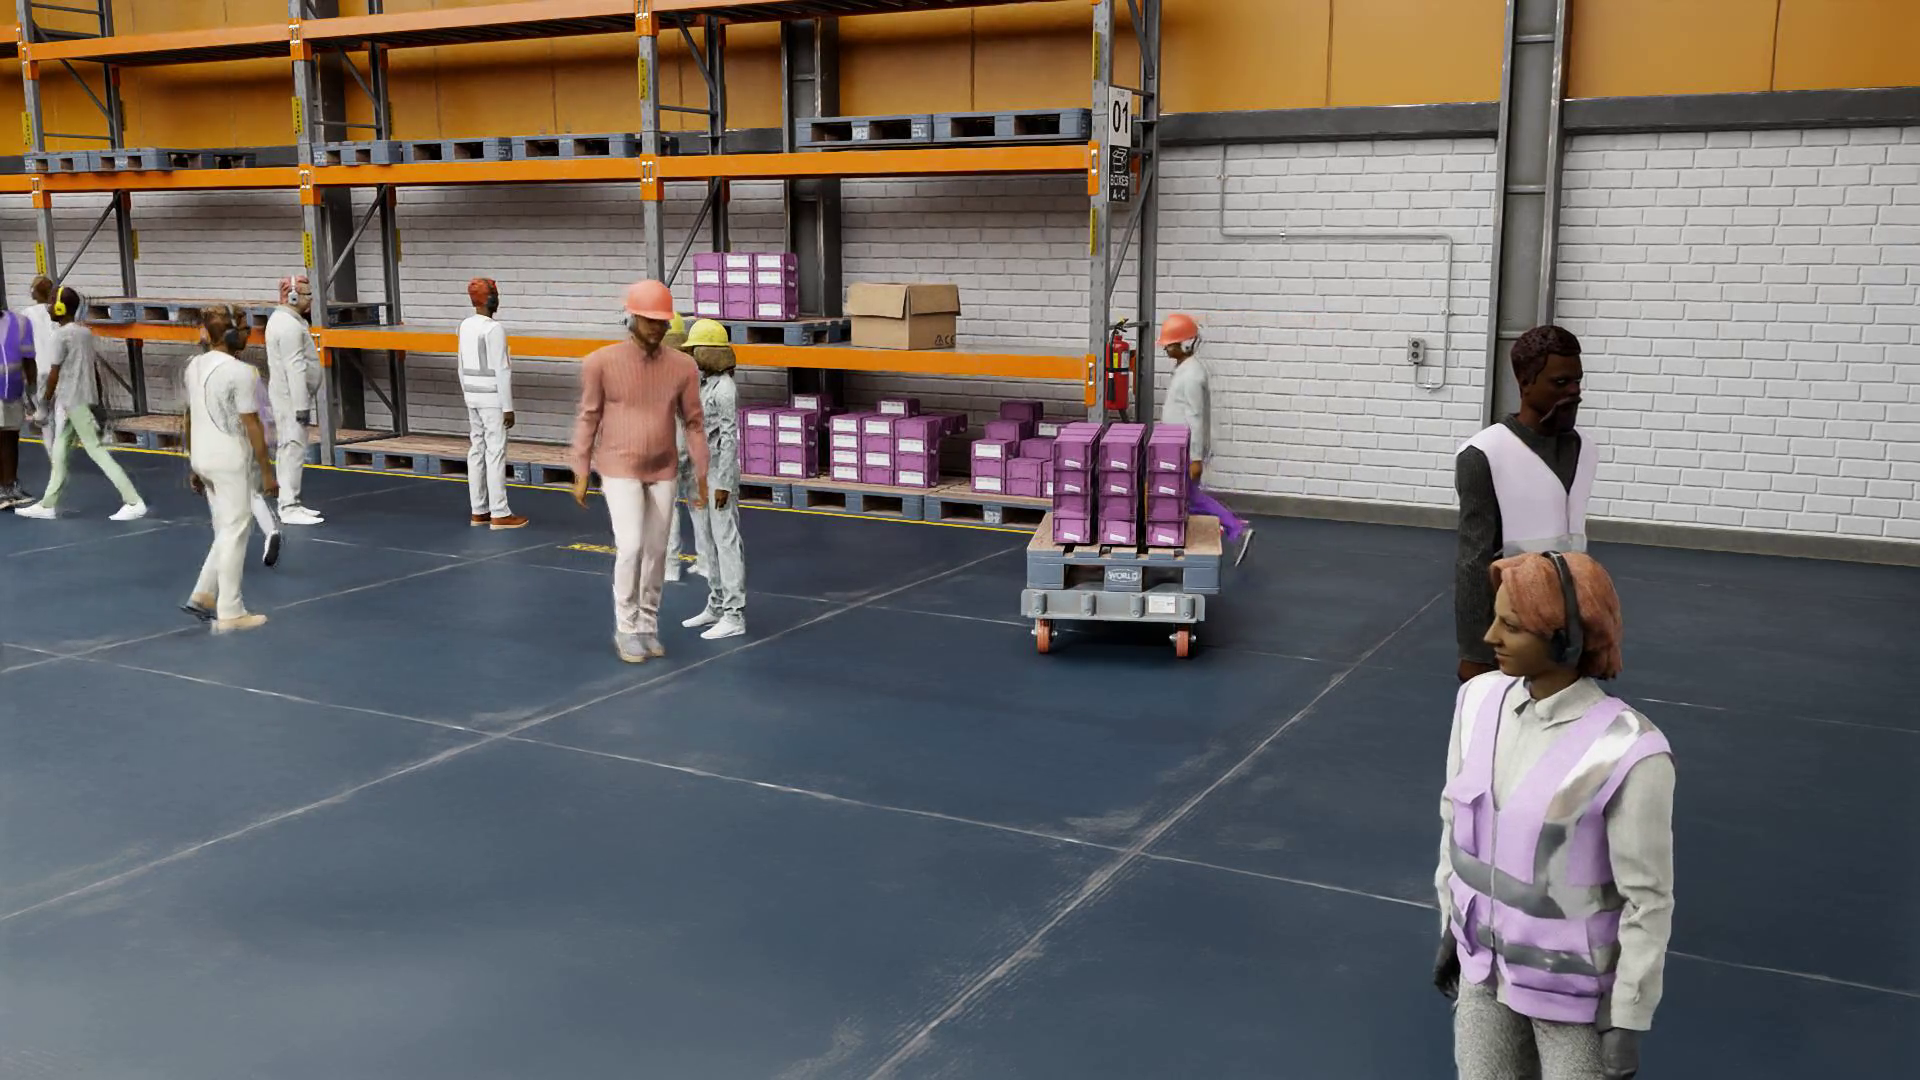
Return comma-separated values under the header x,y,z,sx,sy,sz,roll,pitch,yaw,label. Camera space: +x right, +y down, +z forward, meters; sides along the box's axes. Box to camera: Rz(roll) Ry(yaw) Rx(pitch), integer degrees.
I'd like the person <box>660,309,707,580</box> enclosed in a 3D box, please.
x,y,z,sx,sy,sz,roll,pitch,yaw,label
-1.820,-0.604,10.627,0.339,1.744,0.492,7,13,35,person

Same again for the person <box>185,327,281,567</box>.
x,y,z,sx,sy,sz,roll,pitch,yaw,label
-4.725,-0.592,10.852,0.626,1.620,0.534,9,14,42,person

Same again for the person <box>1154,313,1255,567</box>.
x,y,z,sx,sy,sz,roll,pitch,yaw,label
1.547,-0.620,10.774,0.714,1.708,0.603,0,10,2,person

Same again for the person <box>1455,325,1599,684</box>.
x,y,z,sx,sy,sz,roll,pitch,yaw,label
1.769,0.284,5.249,0.600,1.917,0.376,-7,13,-35,person

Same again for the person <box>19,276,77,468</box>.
x,y,z,sx,sy,sz,roll,pitch,yaw,label
-8.585,-1.587,15.796,0.518,1.818,0.801,-3,11,-15,person

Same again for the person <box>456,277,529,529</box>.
x,y,z,sx,sy,sz,roll,pitch,yaw,label
-3.533,-1.021,12.497,0.582,1.884,0.351,9,14,42,person

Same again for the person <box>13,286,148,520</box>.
x,y,z,sx,sy,sz,roll,pitch,yaw,label
-6.811,-1.040,12.807,1.016,1.824,0.505,-1,10,-8,person

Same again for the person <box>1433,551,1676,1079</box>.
x,y,z,sx,sy,sz,roll,pitch,yaw,label
1.070,0.822,3.075,0.315,1.636,0.515,-5,11,-25,person

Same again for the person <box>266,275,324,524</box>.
x,y,z,sx,sy,sz,roll,pitch,yaw,label
-5.085,-1.073,12.766,0.398,1.899,0.649,-5,11,-25,person

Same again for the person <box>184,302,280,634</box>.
x,y,z,sx,sy,sz,roll,pitch,yaw,label
-4.041,-0.391,9.205,0.511,1.833,0.403,8,13,37,person

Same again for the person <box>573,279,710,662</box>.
x,y,z,sx,sy,sz,roll,pitch,yaw,label
-1.615,-0.341,8.526,0.658,1.965,0.591,-6,12,-30,person

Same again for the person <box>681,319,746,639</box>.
x,y,z,sx,sy,sz,roll,pitch,yaw,label
-1.360,-0.335,9.128,0.295,1.744,0.484,-5,11,-25,person

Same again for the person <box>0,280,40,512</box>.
x,y,z,sx,sy,sz,roll,pitch,yaw,label
-7.707,-1.181,13.348,0.832,1.903,0.642,7,12,33,person
